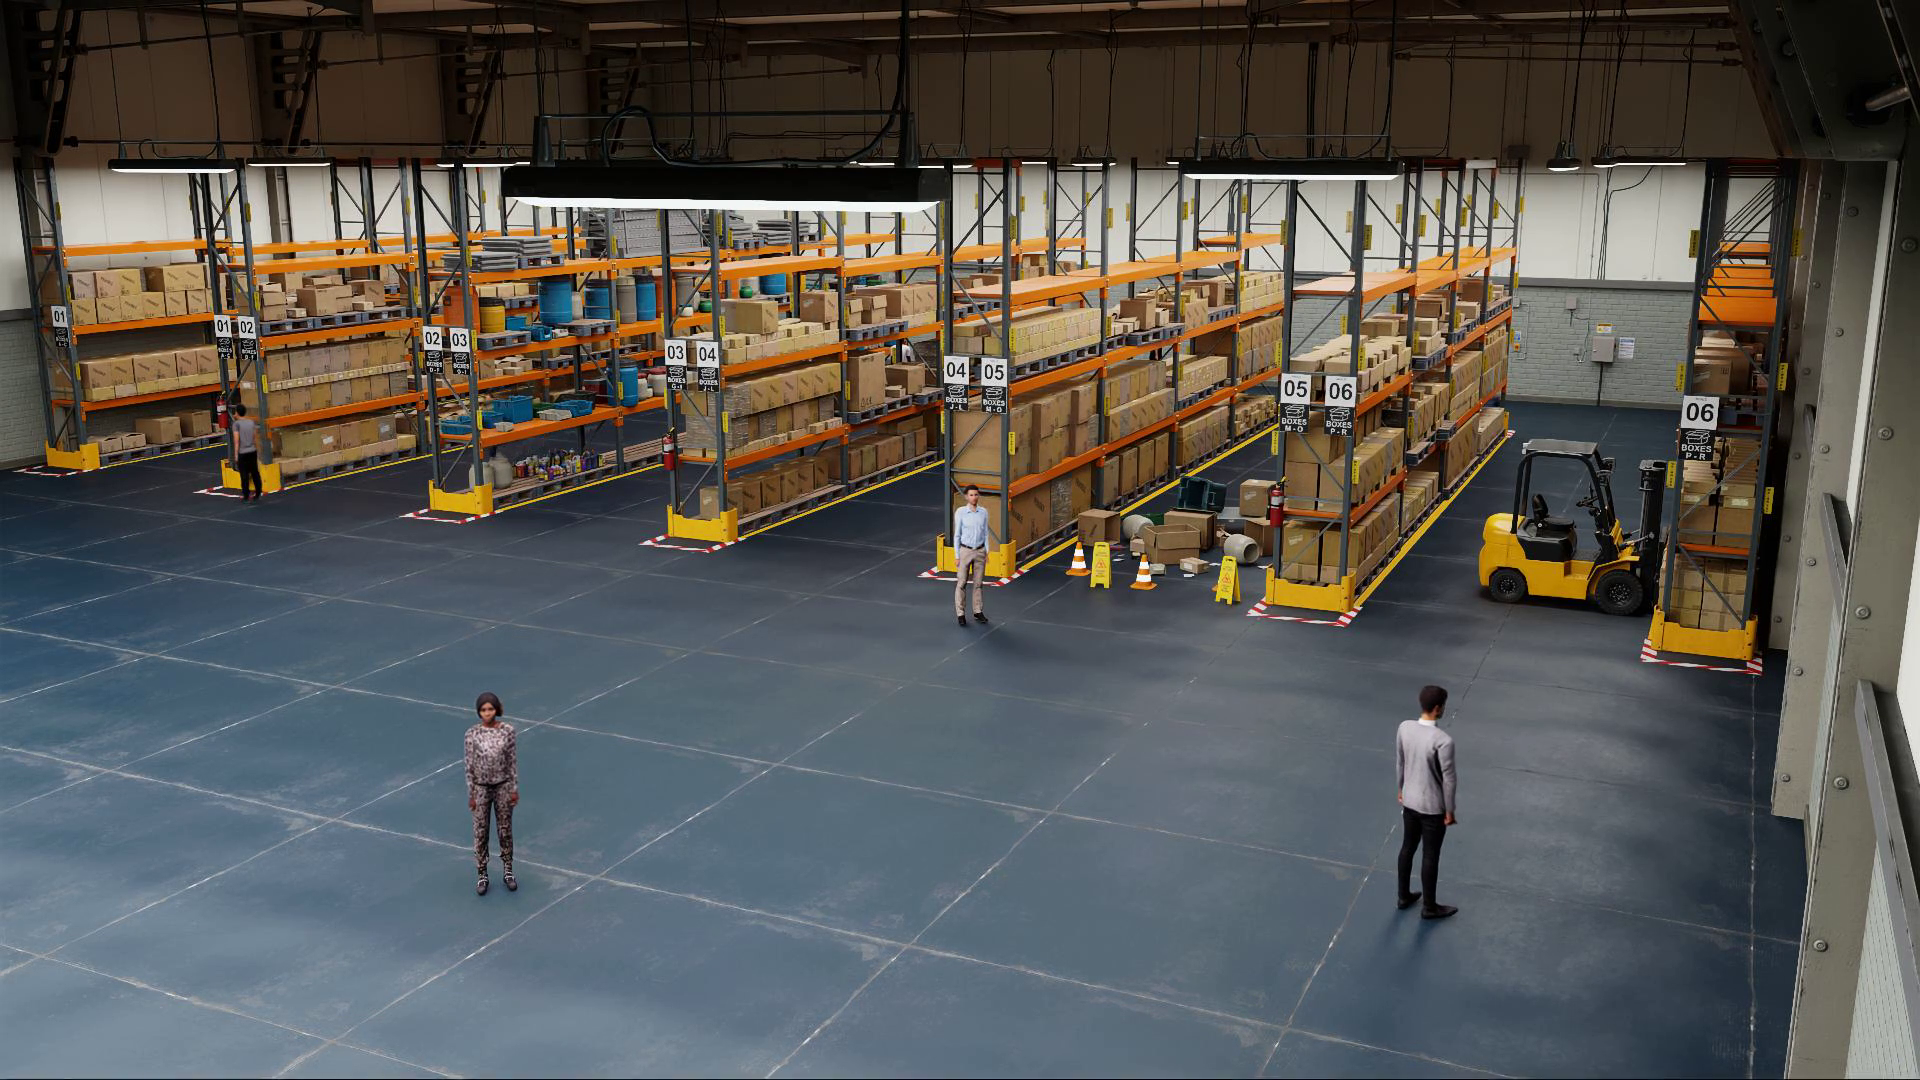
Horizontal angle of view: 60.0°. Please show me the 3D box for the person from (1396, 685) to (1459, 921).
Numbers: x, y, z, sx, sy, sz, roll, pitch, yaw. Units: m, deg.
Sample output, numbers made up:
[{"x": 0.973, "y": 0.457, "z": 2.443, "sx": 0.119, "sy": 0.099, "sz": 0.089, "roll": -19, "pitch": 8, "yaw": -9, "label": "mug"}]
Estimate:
[{"x": 3.748, "y": 2.101, "z": 13.432, "sx": 0.842, "sy": 1.921, "sz": 0.840, "roll": -8, "pitch": 15, "yaw": -32, "label": "person"}]

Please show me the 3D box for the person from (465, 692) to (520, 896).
[{"x": -3.904, "y": 2.099, "z": 13.904, "sx": 0.679, "sy": 1.713, "sz": 0.733, "roll": -4, "pitch": 14, "yaw": -16, "label": "person"}]

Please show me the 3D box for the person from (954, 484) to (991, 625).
[{"x": 0.156, "y": 0.173, "z": 21.923, "sx": 0.749, "sy": 1.848, "sz": 0.804, "roll": -4, "pitch": 14, "yaw": -17, "label": "person"}]

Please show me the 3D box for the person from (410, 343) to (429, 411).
[{"x": -12.663, "y": -3.755, "z": 39.056, "sx": 0.622, "sy": 1.770, "sz": 0.553, "roll": 5, "pitch": 14, "yaw": 19, "label": "person"}]

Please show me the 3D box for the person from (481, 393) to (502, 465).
[{"x": -9.269, "y": -2.173, "z": 32.895, "sx": 0.659, "sy": 1.468, "sz": 0.920, "roll": 3, "pitch": 13, "yaw": 13, "label": "person"}]

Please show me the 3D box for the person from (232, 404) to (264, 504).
[{"x": -12.700, "y": -1.551, "z": 29.574, "sx": 0.677, "sy": 1.754, "sz": 0.464, "roll": 7, "pitch": 15, "yaw": 26, "label": "person"}]
